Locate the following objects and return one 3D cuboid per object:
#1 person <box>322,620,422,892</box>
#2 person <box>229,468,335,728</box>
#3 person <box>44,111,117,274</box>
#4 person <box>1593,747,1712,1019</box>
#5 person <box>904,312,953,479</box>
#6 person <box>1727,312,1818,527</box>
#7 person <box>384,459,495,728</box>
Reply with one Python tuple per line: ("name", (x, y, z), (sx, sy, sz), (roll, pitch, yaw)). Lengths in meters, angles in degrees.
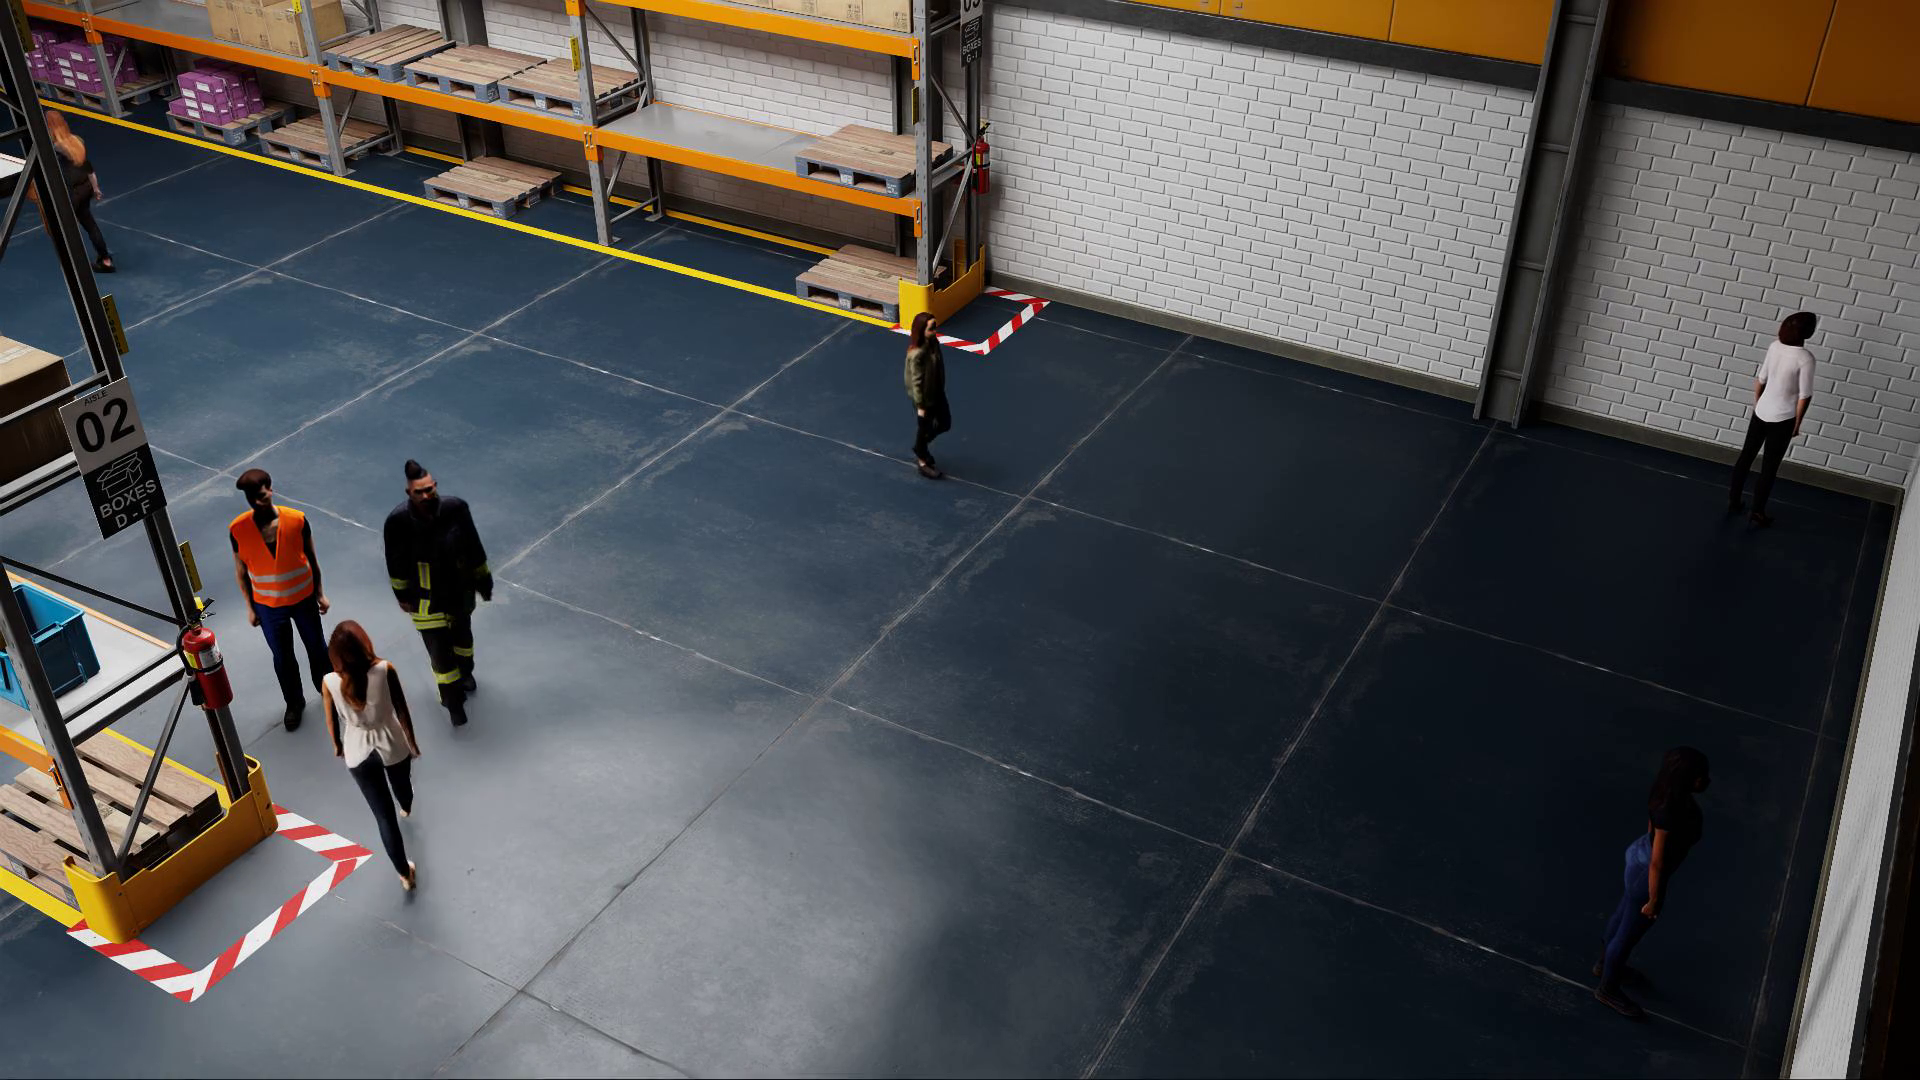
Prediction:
("person", (-3.338, 1.281, 9.553), (1.056, 1.745, 1.170), (-12, 35, -17))
("person", (-4.394, 0.351, 10.822), (0.781, 1.888, 0.823), (-12, 36, -18))
("person", (-8.796, -3.490, 16.768), (0.690, 1.705, 0.706), (5, 34, 8))
("person", (3.645, 1.776, 8.813), (0.560, 1.740, 0.582), (13, 36, 18))
("person", (-0.322, -1.181, 13.510), (0.593, 1.466, 0.591), (19, 38, 26))
("person", (6.278, -0.939, 12.848), (0.743, 1.795, 0.648), (-14, 36, -20))
("person", (-3.461, 0.248, 11.023), (1.027, 1.837, 1.130), (-19, 38, -26))
